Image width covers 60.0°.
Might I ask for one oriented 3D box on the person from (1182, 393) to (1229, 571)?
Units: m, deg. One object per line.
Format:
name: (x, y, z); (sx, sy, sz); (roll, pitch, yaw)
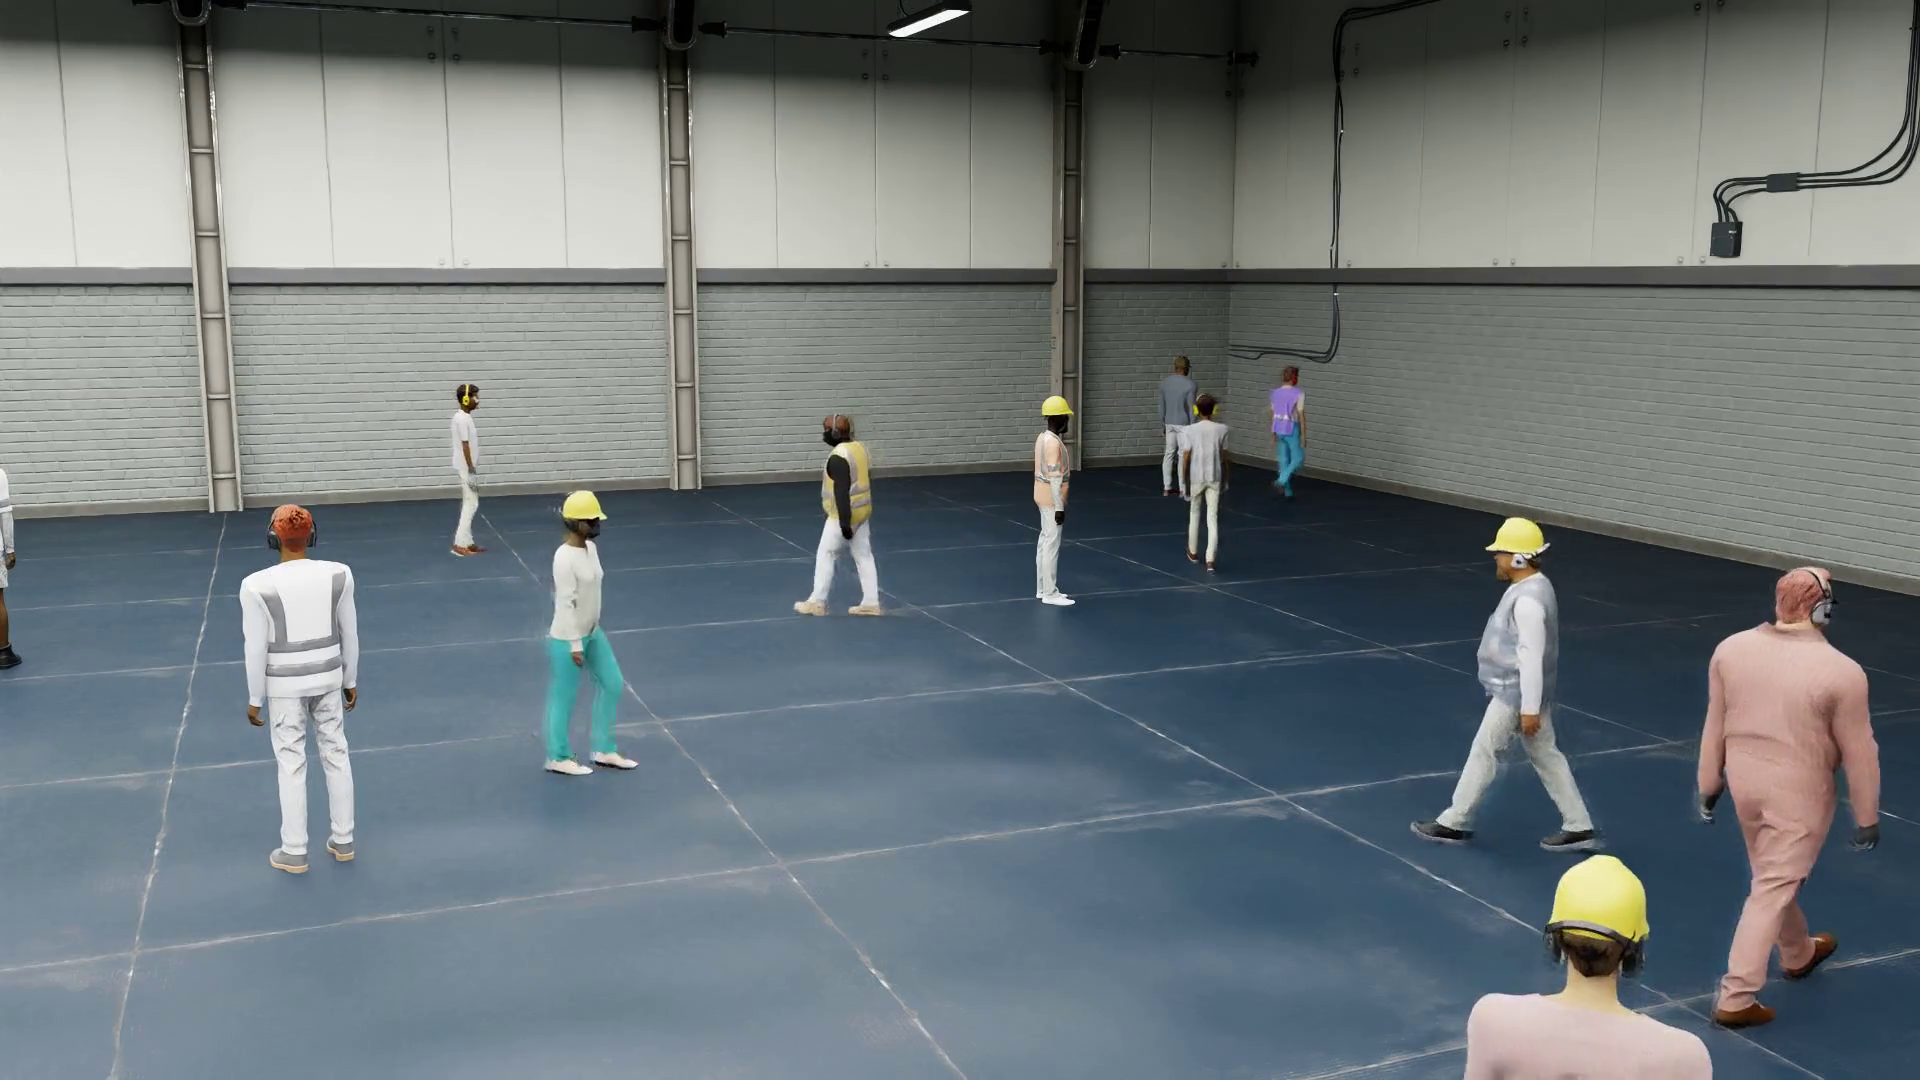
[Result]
person: (2.545, -0.610, 17.258); (0.516, 1.818, 0.997); (1, 9, 4)

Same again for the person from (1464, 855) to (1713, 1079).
person: (1.383, 1.573, 3.752); (0.526, 1.757, 0.404); (4, 10, 24)

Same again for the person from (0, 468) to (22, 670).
person: (-7.538, 0.048, 12.741); (0.547, 1.938, 0.359); (-3, 10, -19)

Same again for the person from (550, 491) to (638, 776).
person: (-2.214, 0.574, 10.000); (0.635, 1.743, 0.547); (2, 9, 13)

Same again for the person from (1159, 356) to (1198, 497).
person: (3.001, -1.552, 22.784); (0.369, 1.938, 0.630); (-8, 12, -43)

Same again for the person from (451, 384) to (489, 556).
person: (-5.374, -0.749, 18.057); (0.433, 1.879, 0.560); (-3, 10, -19)

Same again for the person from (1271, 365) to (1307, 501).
person: (4.383, -1.416, 22.240); (0.501, 1.834, 0.585); (-6, 11, -34)

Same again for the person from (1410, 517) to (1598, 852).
person: (2.933, 0.765, 8.735); (0.947, 1.784, 0.612); (4, 10, 23)

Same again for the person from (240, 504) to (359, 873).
person: (-3.353, 0.753, 8.487); (0.575, 1.882, 0.355); (-8, 12, -42)

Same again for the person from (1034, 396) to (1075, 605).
person: (0.867, -0.365, 15.353); (0.363, 1.930, 0.587); (-1, 9, -8)

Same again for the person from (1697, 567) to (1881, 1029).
person: (3.439, 1.031, 6.835); (1.004, 1.851, 0.674); (-5, 10, -28)

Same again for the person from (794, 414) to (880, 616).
person: (-1.108, -0.212, 14.794); (0.855, 1.807, 0.650); (3, 10, 18)
